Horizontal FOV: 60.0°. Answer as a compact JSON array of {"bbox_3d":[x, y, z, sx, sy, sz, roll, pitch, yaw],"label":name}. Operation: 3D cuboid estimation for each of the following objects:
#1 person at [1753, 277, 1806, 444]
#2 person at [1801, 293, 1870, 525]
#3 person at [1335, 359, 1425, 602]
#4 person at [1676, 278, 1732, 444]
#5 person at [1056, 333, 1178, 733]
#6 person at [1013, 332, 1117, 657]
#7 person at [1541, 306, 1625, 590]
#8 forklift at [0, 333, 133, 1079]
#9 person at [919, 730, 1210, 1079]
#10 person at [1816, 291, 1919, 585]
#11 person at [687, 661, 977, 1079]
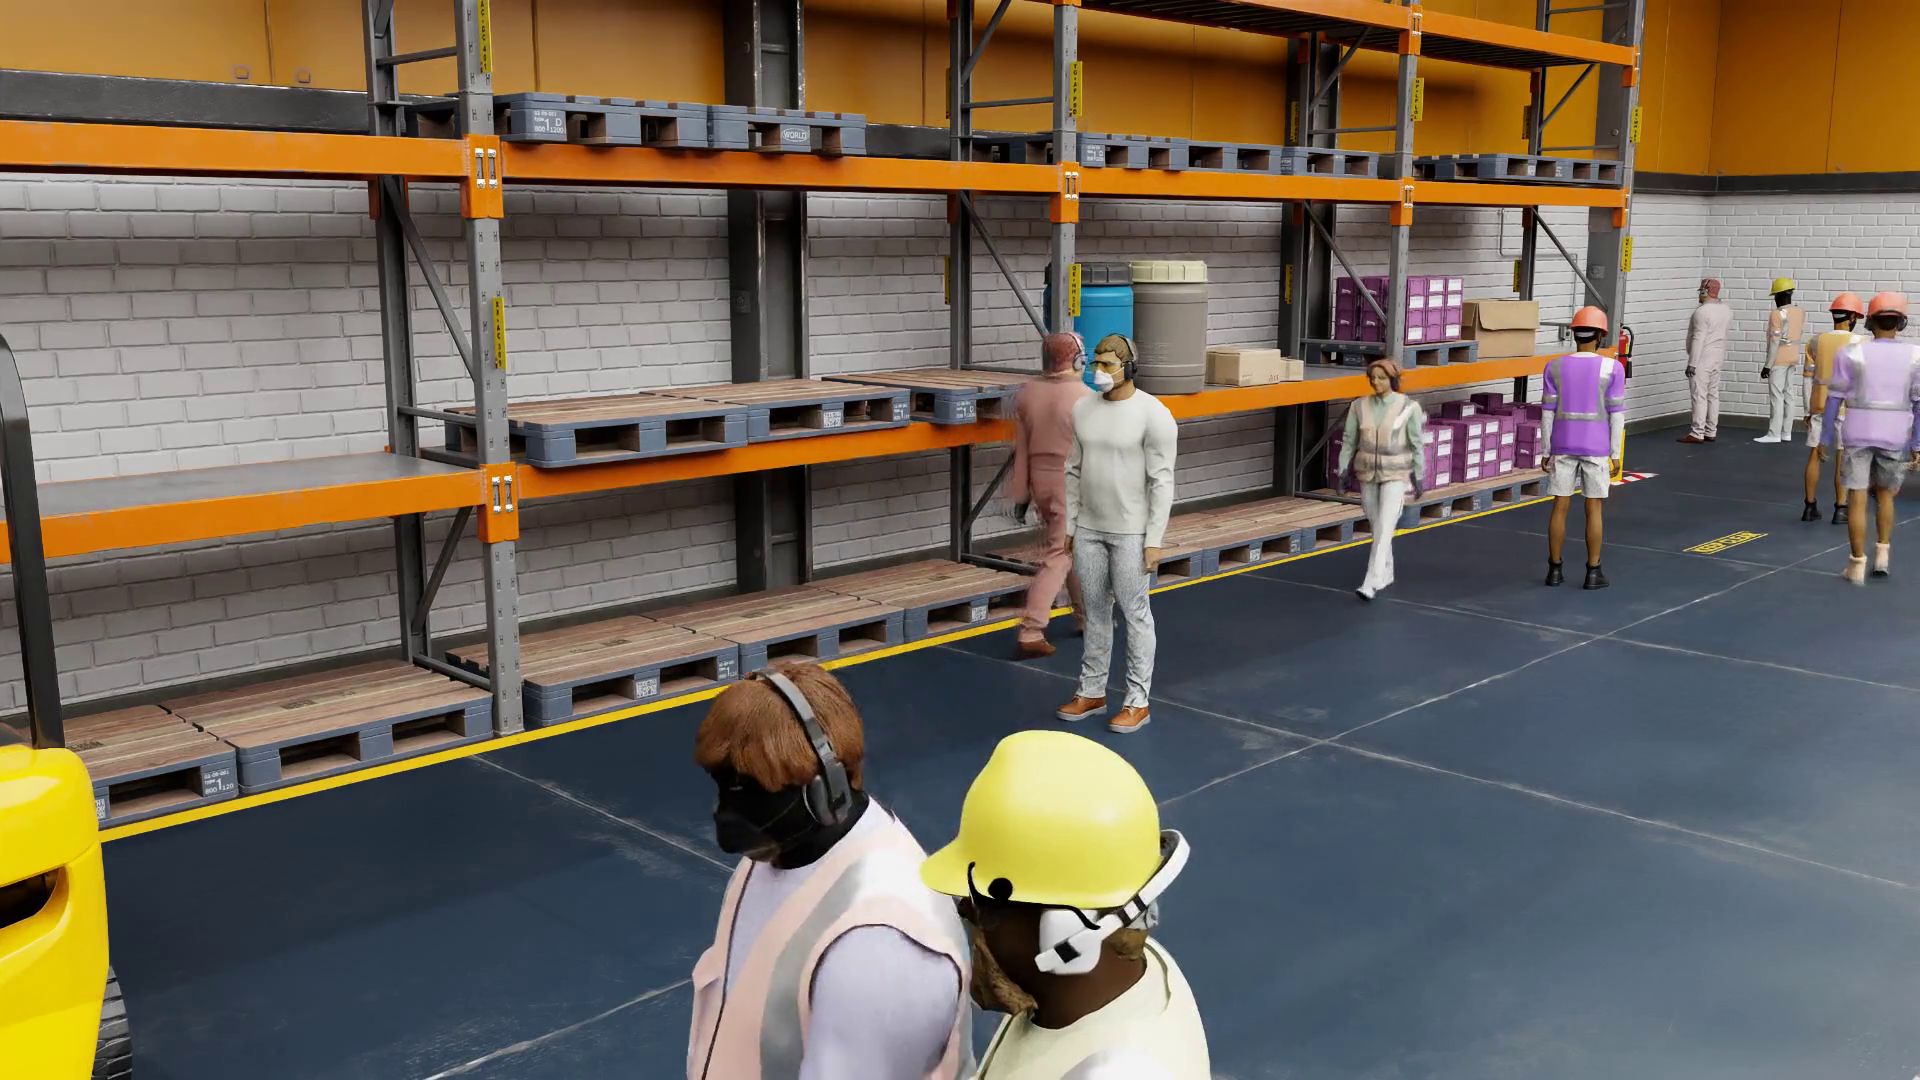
[{"bbox_3d":[9.512,-2.075,19.293,0.585,1.918,0.378,-7,12,-33],"label":"person"},{"bbox_3d":[7.333,-1.093,13.914,0.374,1.928,0.542,-8,13,-38],"label":"person"},{"bbox_3d":[2.771,-0.401,11.049,0.550,1.589,0.856,8,13,37],"label":"person"},{"bbox_3d":[8.634,-2.074,19.321,0.653,1.906,0.408,-8,13,-36],"label":"person"},{"bbox_3d":[0.753,-0.036,8.120,0.630,1.940,0.373,9,14,42],"label":"person"},{"bbox_3d":[0.624,-0.273,9.652,0.979,1.860,0.657,-10,14,-42],"label":"person"},{"bbox_3d":[4.242,-0.624,11.355,0.543,1.928,0.371,6,12,31],"label":"person"},{"bbox_3d":[-3.289,0.485,4.582,1.214,2.155,2.313,-10,14,-44],"label":"forklift"},{"bbox_3d":[0.123,1.123,2.096,0.404,1.830,0.590,1,10,3],"label":"person"},{"bbox_3d":[6.317,-0.703,11.540,0.630,2.024,0.574,2,11,12],"label":"person"},{"bbox_3d":[-0.278,1.066,2.515,0.909,1.788,0.620,-5,11,-23],"label":"person"}]
